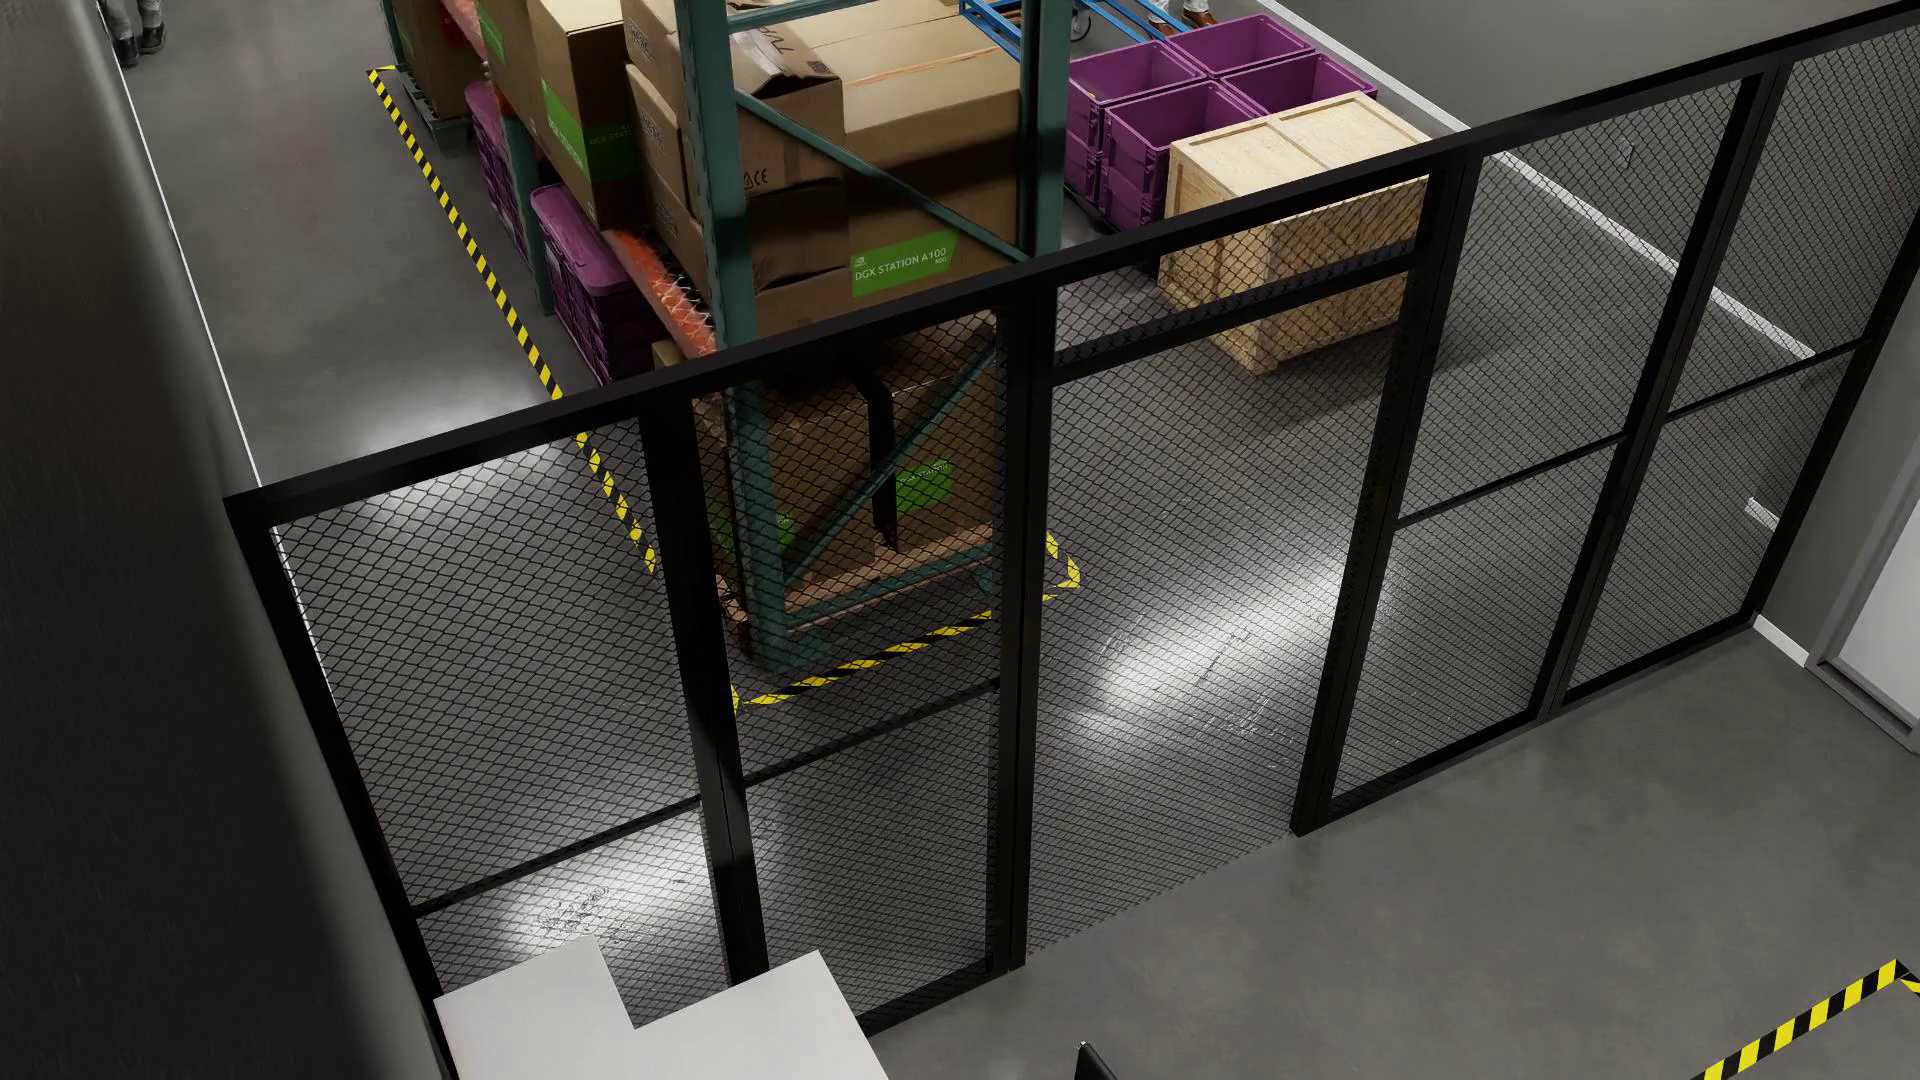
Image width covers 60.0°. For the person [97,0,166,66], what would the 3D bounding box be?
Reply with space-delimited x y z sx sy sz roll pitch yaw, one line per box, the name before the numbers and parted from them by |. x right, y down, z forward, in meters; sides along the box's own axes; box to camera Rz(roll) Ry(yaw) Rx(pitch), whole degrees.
person | -4.521 -3.383 8.758 0.615 1.781 0.589 -7 43 -7

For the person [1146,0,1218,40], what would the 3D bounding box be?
person | 1.285 -3.621 8.907 0.635 1.937 0.353 -22 47 -22
